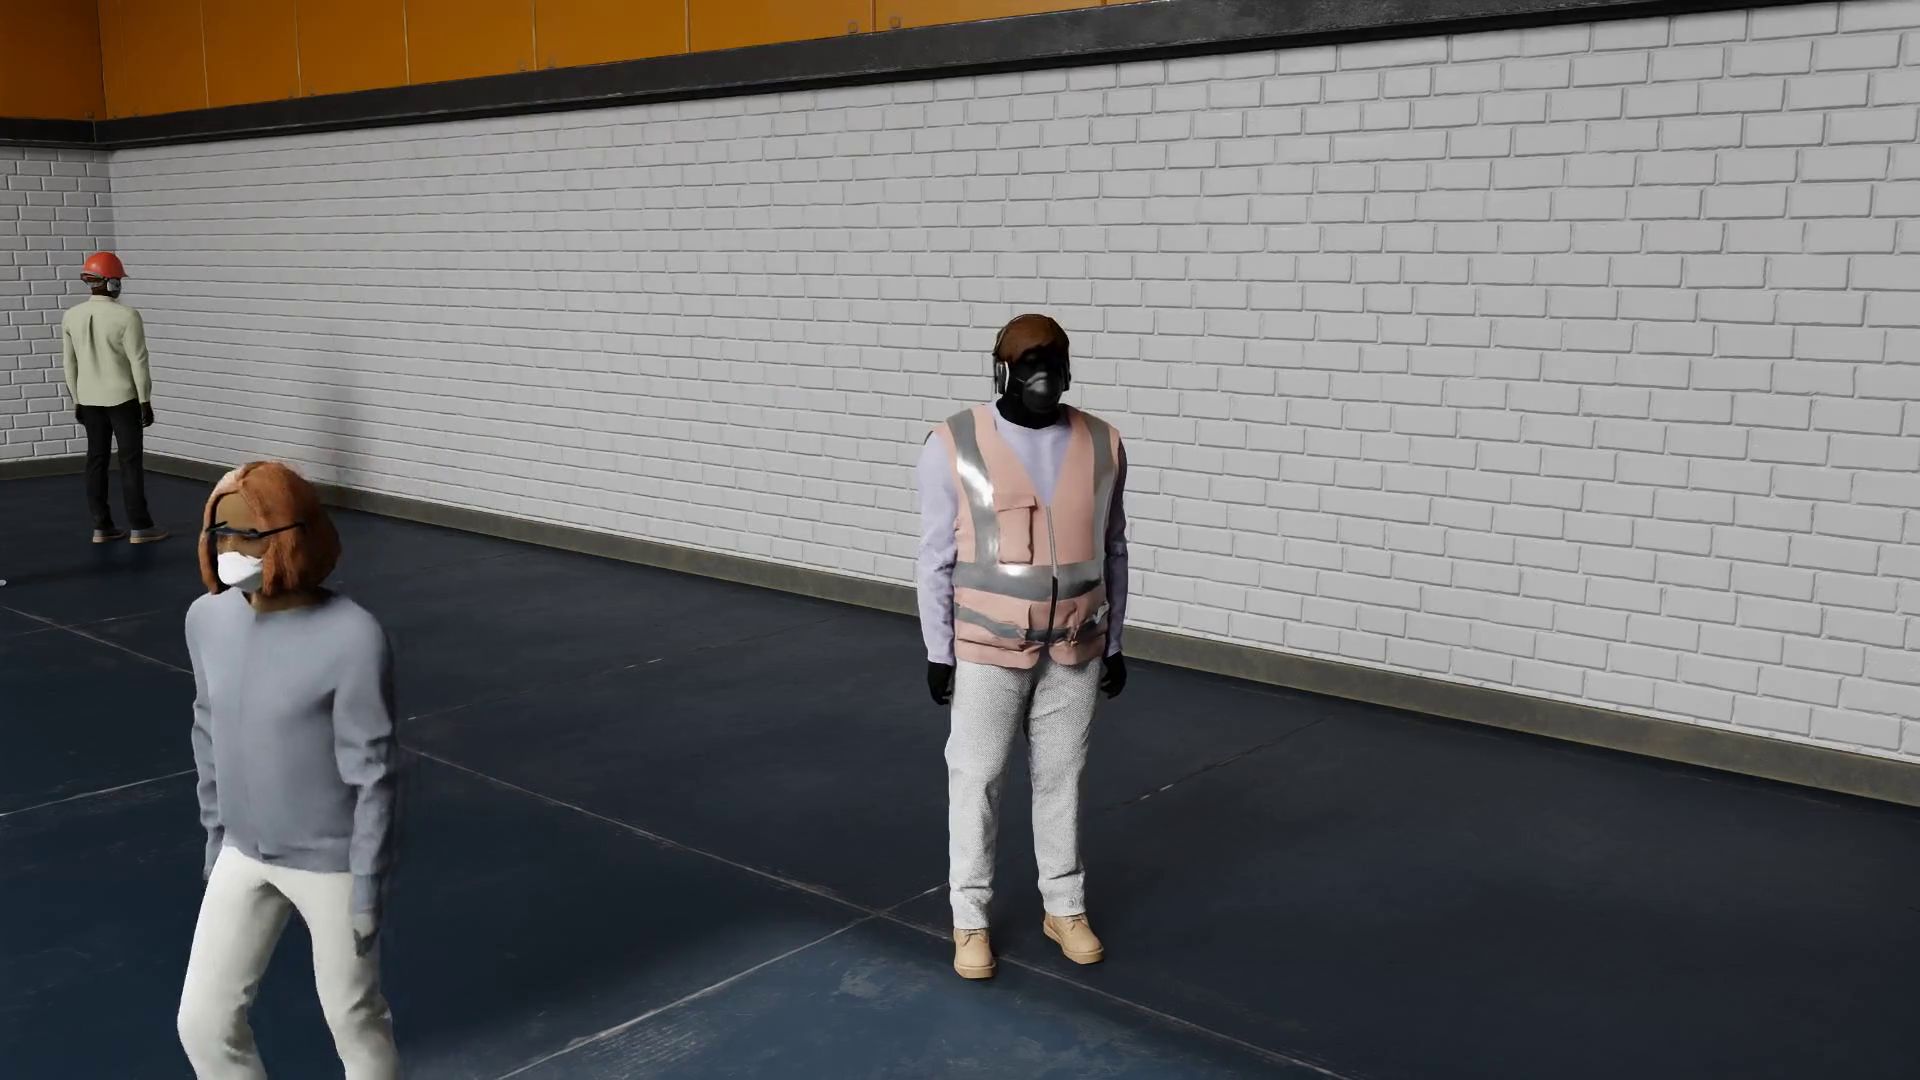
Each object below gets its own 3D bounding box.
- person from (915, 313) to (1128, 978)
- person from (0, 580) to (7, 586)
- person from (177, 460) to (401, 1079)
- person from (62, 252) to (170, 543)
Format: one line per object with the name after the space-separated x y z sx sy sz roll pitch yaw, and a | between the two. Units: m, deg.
0.191 0.295 4.663 0.626 1.846 0.429 -3 10 -17 | person
-5.888 -0.495 9.742 0.306 1.640 0.522 1 10 4 | person
-1.346 0.659 3.216 0.532 1.615 0.562 4 11 20 | person
-5.823 -0.970 11.432 0.613 1.995 0.391 2 10 12 | person
